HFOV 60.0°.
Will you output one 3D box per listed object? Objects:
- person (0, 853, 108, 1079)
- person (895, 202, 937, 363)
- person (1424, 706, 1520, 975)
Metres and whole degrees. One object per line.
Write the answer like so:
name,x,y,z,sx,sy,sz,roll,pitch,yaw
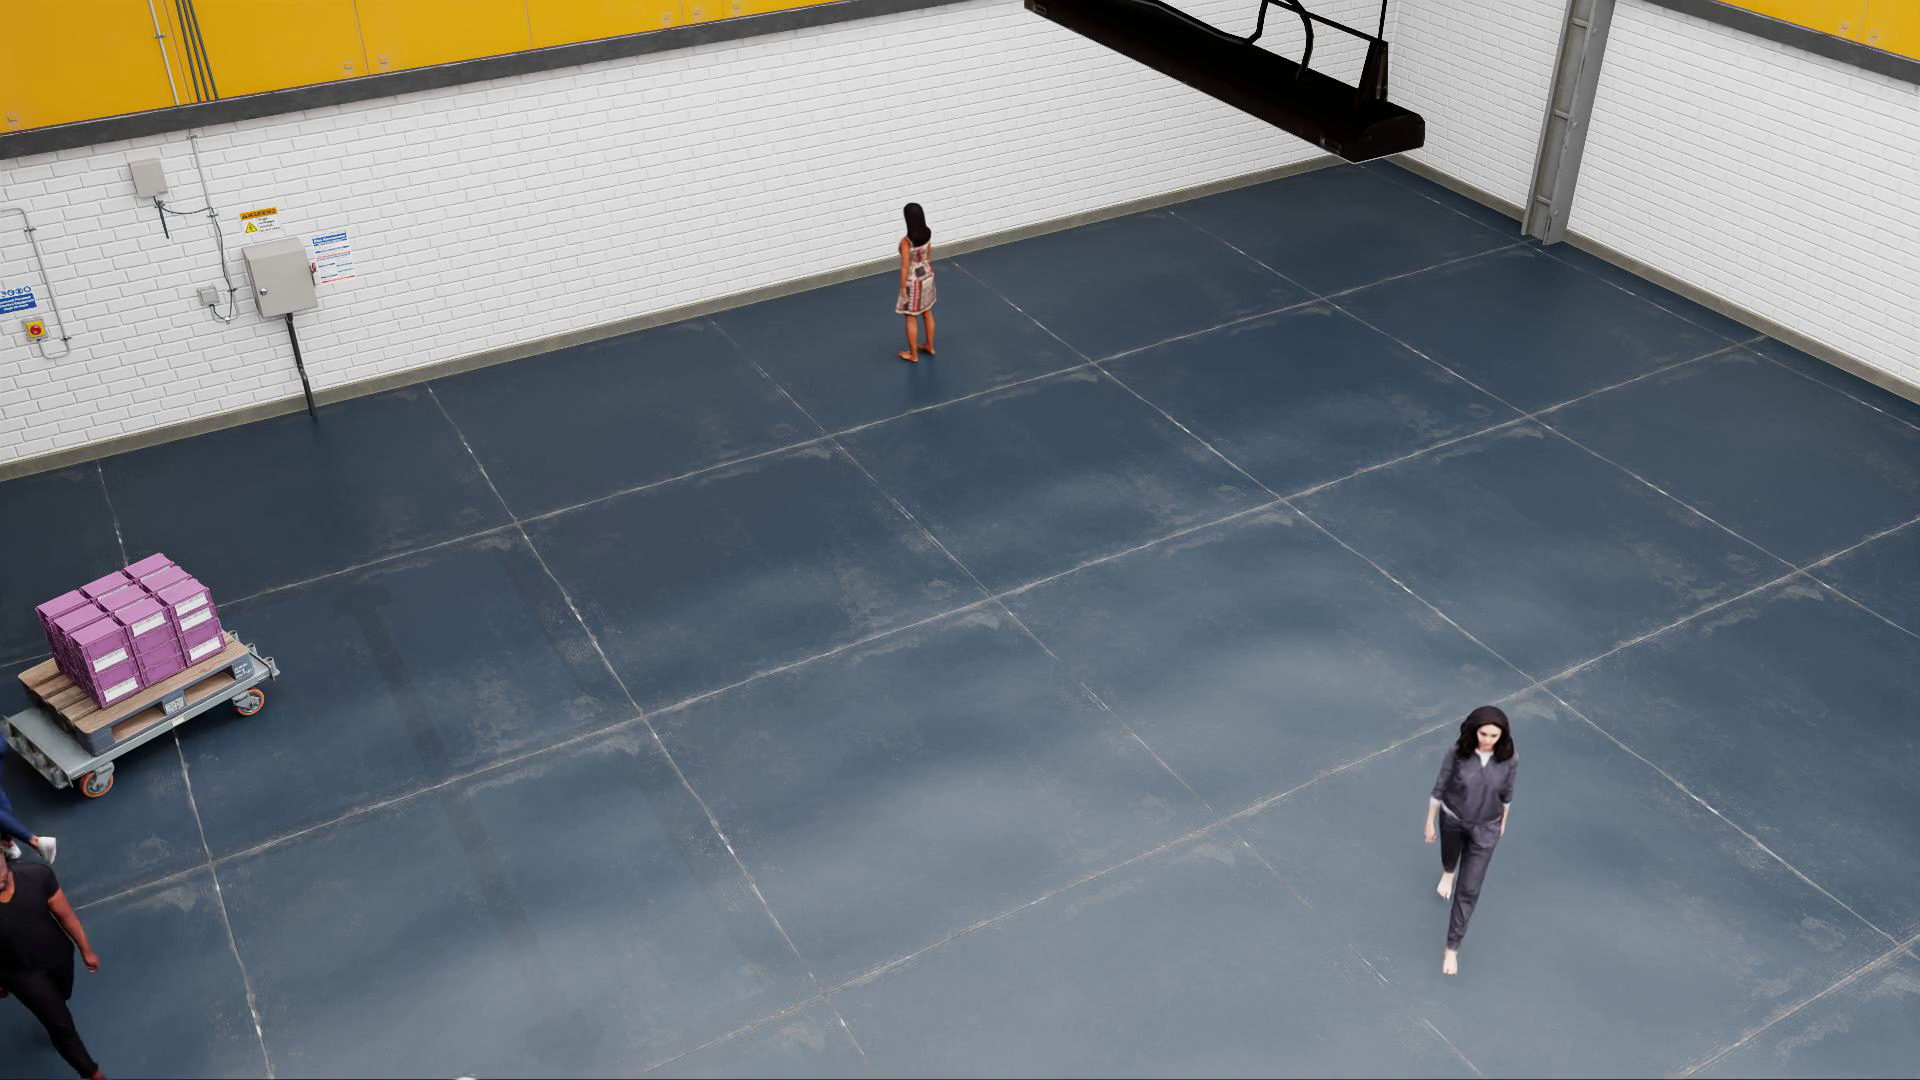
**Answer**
person,-5.070,2.274,9.071,1.303,1.777,0.969,24,41,32
person,-0.427,-2.564,16.472,0.660,1.642,0.731,26,41,33
person,3.072,1.654,10.065,1.161,1.709,1.184,10,35,15
